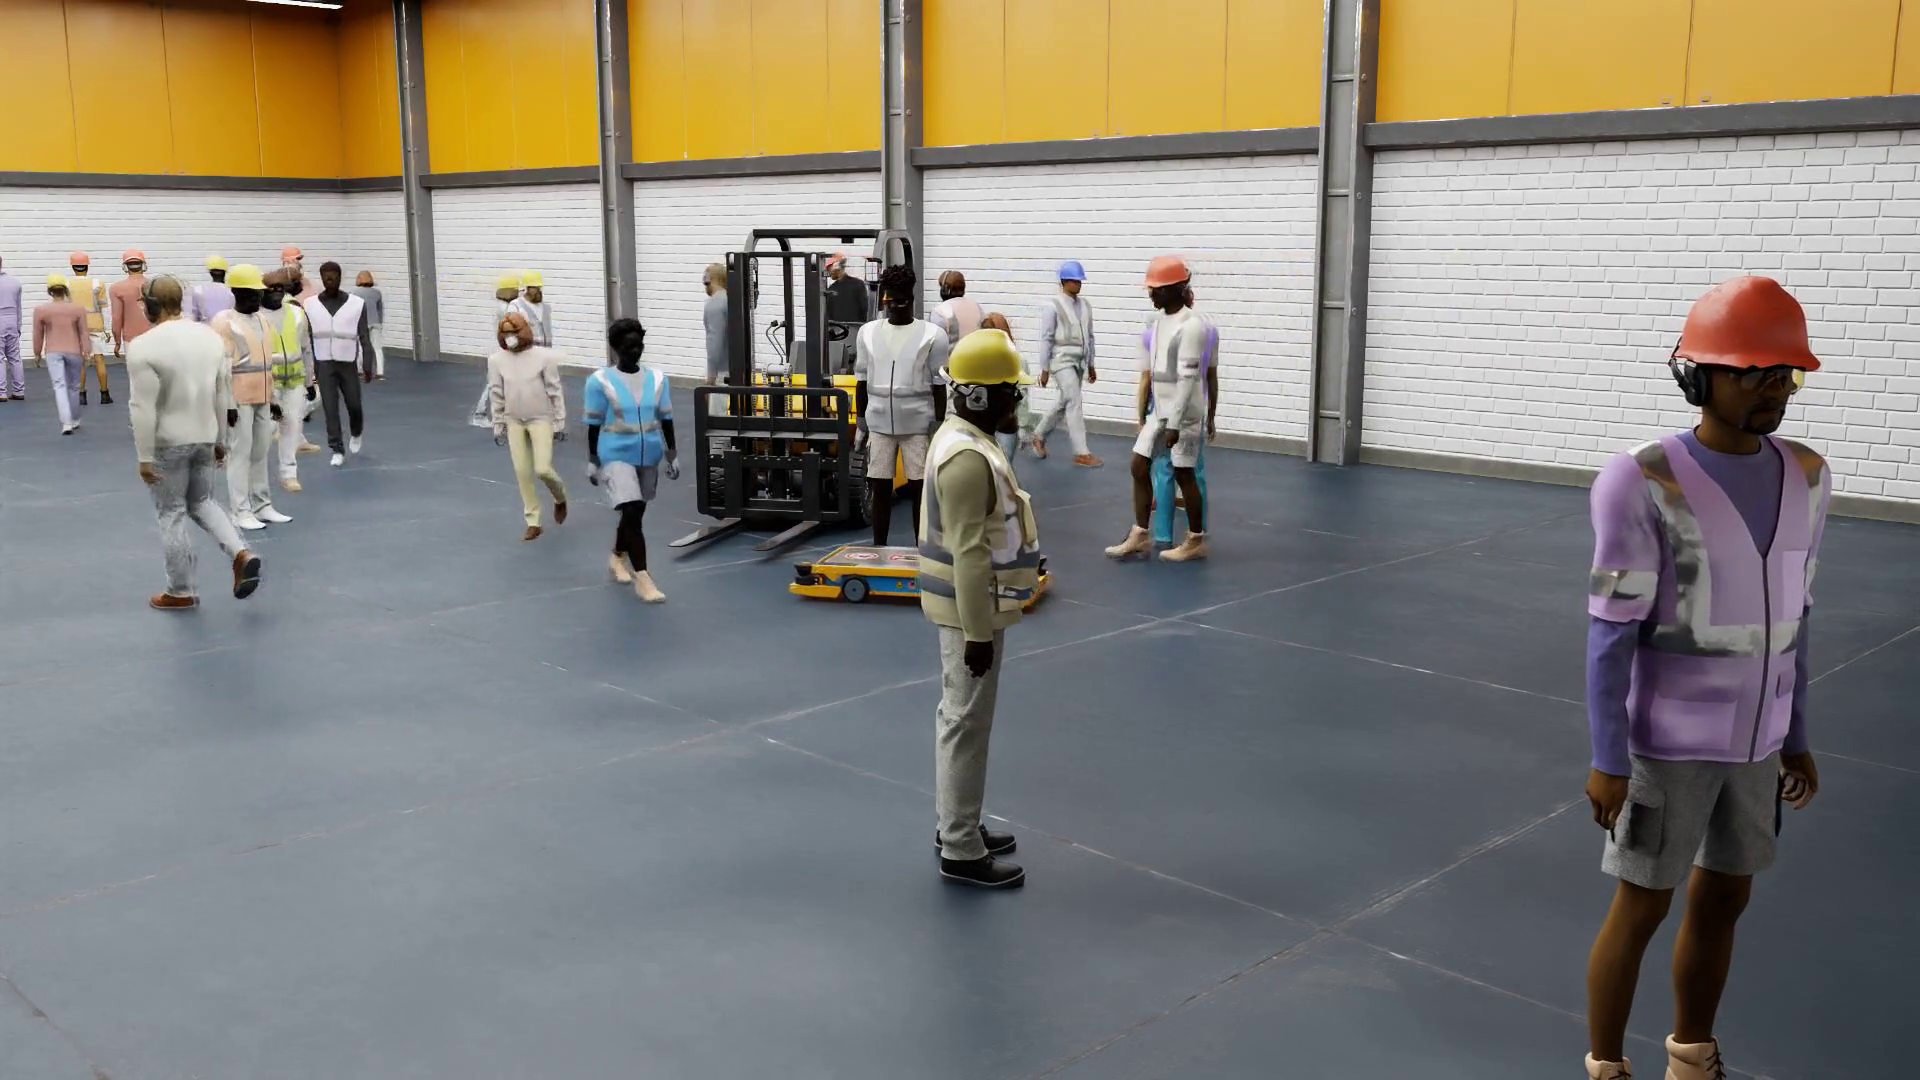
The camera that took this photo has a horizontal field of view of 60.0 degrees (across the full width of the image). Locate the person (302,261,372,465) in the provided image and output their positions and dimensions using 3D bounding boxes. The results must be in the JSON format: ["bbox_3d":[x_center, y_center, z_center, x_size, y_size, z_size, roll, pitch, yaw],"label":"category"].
[{"bbox_3d":[-5.856,-1.677,15.692,0.597,1.897,0.743,-3,11,-14],"label":"person"}]

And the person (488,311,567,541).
[{"bbox_3d":[-3.026,-0.808,11.725,0.537,1.607,0.497,1,10,8],"label":"person"}]

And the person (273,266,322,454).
[{"bbox_3d":[-6.478,-1.732,16.154,0.435,1.833,0.648,-7,13,-35],"label":"person"}]

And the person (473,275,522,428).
[{"bbox_3d":[-5.000,-2.089,18.466,0.928,1.691,0.496,-2,11,-12],"label":"person"}]

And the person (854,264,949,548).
[{"bbox_3d":[-0.369,-0.701,10.191,0.602,1.958,0.369,3,11,13],"label":"person"}]

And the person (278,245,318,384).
[{"bbox_3d":[-8.996,-2.991,22.586,0.402,1.990,0.622,1,10,4],"label":"person"}]

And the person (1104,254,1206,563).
[{"bbox_3d":[1.276,-0.812,10.661,0.834,2.004,0.635,-3,11,-17],"label":"person"}]

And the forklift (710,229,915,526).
[{"bbox_3d":[-1.050,-1.319,12.920,1.214,2.155,2.313,2,11,13],"label":"forklift"}]

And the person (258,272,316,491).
[{"bbox_3d":[-5.702,-1.312,13.873,0.449,1.831,0.626,10,14,44],"label":"person"}]

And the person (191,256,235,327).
[{"bbox_3d":[-8.722,-2.390,19.618,0.608,1.873,0.980,-4,11,-19],"label":"person"}]

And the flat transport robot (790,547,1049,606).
[{"bbox_3d":[-0.231,0.200,9.880,1.431,0.197,0.652,2,11,12],"label":"flat transport robot"}]

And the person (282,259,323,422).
[{"bbox_3d":[-7.660,-2.300,19.180,0.668,1.855,0.985,-2,11,-10],"label":"person"}]

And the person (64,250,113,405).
[{"bbox_3d":[-11.023,-2.672,20.987,0.545,1.942,0.354,-5,11,-24],"label":"person"}]

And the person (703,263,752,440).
[{"bbox_3d":[-2.012,-1.421,14.287,0.591,1.892,0.672,1,10,6],"label":"person"}]

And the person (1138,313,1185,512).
[{"bbox_3d":[1.605,-1.140,12.844,0.521,1.865,0.328,-6,12,-31],"label":"person"}]

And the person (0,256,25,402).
[{"bbox_3d":[-12.350,-2.726,21.362,0.409,1.913,0.642,3,11,17],"label":"person"}]

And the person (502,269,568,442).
[{"bbox_3d":[-4.508,-1.924,17.337,0.897,1.797,0.587,8,13,36],"label":"person"}]

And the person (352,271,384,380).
[{"bbox_3d":[-8.843,-3.186,24.712,0.770,1.602,0.521,9,14,40],"label":"person"}]

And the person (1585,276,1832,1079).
[{"bbox_3d":[1.696,0.437,3.752,0.616,2.041,0.378,-4,11,-19],"label":"person"}]

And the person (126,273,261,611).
[{"bbox_3d":[-4.342,-0.530,9.354,0.608,1.926,0.645,4,11,22],"label":"person"}]

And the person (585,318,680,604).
[{"bbox_3d":[-1.965,-0.496,9.901,0.541,1.657,0.857,-8,13,-38],"label":"person"}]

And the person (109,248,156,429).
[{"bbox_3d":[-8.999,-2.202,18.304,0.611,1.985,0.393,-8,13,-37],"label":"person"}]

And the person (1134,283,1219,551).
[{"bbox_3d":[1.473,-0.830,11.211,0.576,1.844,0.381,-2,11,-12],"label":"person"}]

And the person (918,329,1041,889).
[{"bbox_3d":[0.064,0.220,5.515,0.403,1.830,0.599,0,10,-1],"label":"person"}]

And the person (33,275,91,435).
[{"bbox_3d":[-9.720,-2.008,18.011,0.541,1.708,0.961,-6,12,-31],"label":"person"}]

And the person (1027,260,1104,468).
[{"bbox_3d":[0.965,-1.658,15.548,0.960,1.915,0.605,9,14,42],"label":"person"}]

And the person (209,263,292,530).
[{"bbox_3d":[-5.182,-1.046,12.158,0.374,1.925,0.590,2,11,11],"label":"person"}]

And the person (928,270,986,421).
[{"bbox_3d":[-0.056,-1.384,14.238,0.429,1.839,0.633,9,14,41],"label":"person"}]

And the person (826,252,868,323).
[{"bbox_3d":[-1.252,-2.320,19.088,0.735,1.945,0.386,8,13,38],"label":"person"}]

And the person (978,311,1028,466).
[{"bbox_3d":[0.283,-0.781,11.569,0.506,1.619,0.528,6,12,30],"label":"person"}]
